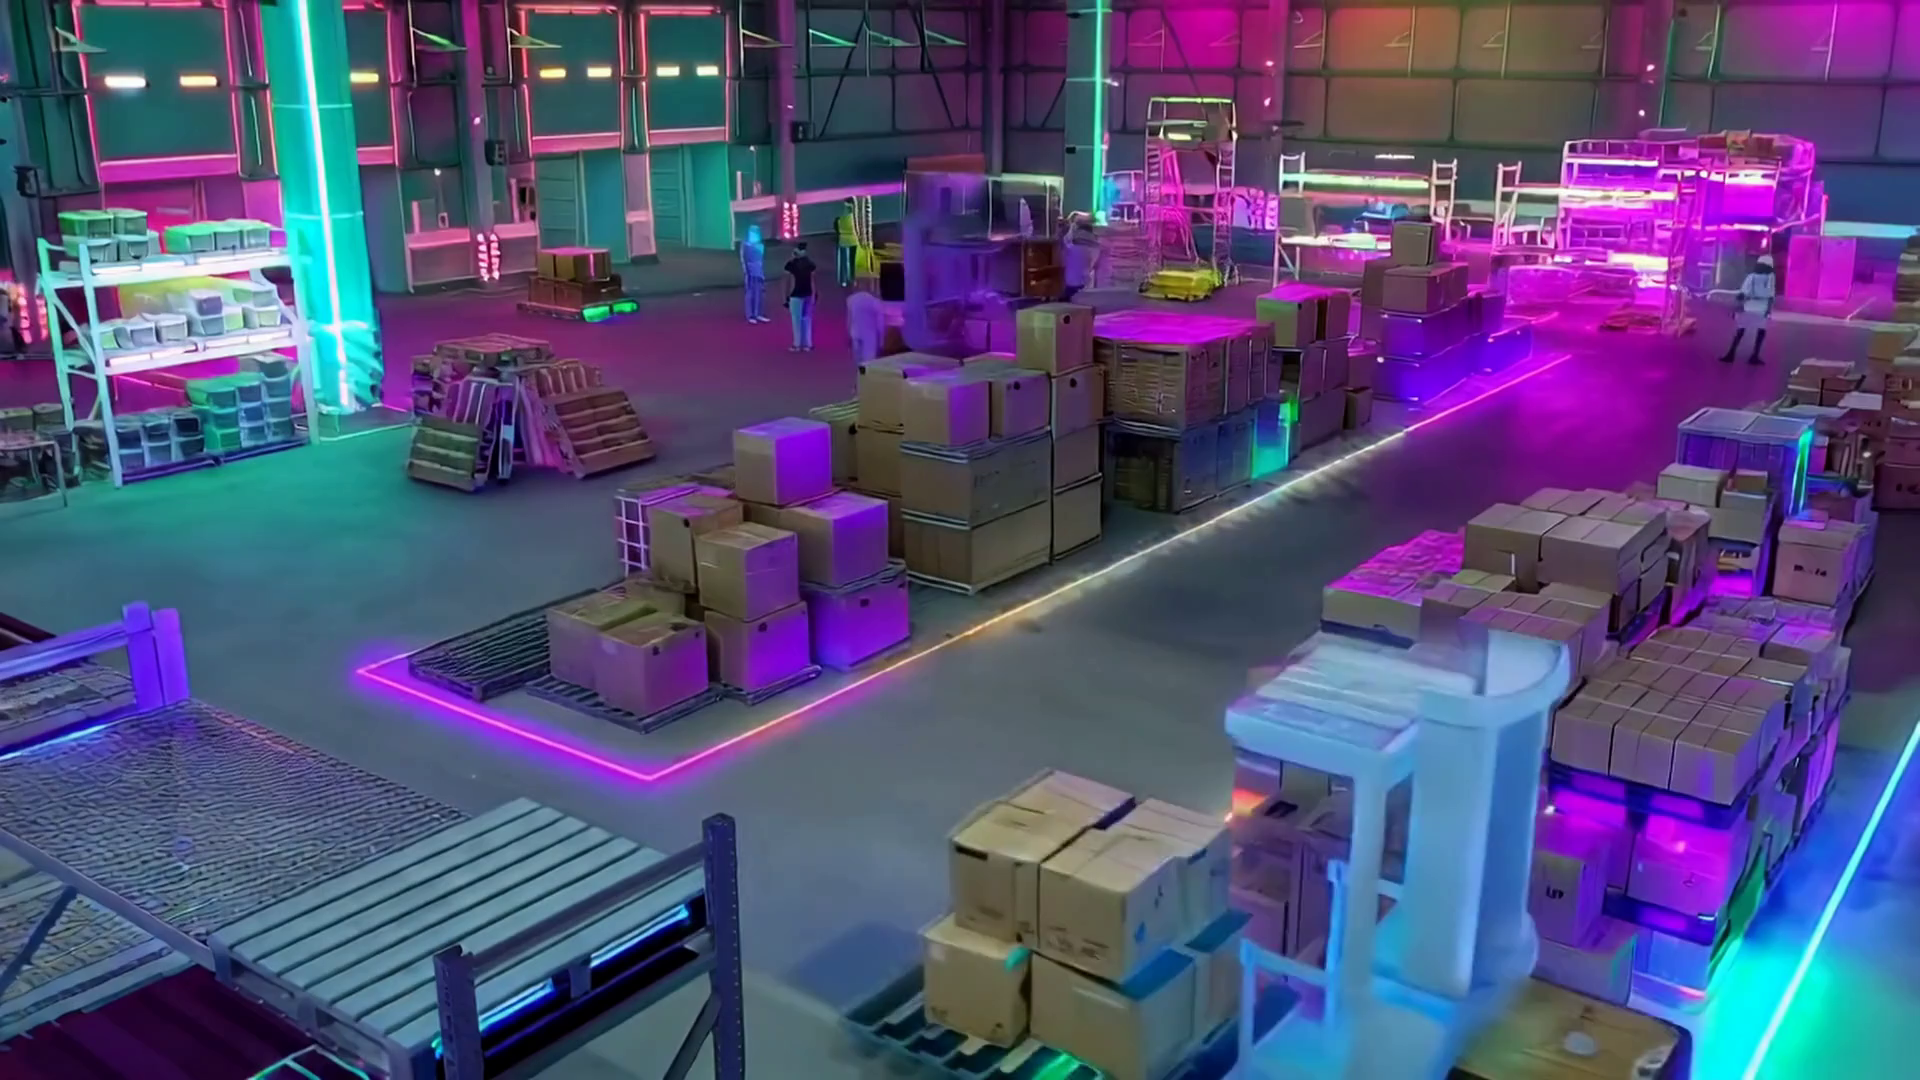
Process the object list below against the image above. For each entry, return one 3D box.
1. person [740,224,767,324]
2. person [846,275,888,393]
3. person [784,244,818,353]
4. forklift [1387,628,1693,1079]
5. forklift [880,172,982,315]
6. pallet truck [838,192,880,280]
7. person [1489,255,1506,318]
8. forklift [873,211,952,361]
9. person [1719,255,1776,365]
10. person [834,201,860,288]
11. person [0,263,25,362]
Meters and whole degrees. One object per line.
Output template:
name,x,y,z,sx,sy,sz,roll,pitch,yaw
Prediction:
person,-4.062,-5.252,32.788,0.368,1.928,0.585,12,20,34
person,-1.423,-3.146,25.827,0.625,1.919,0.599,11,20,33
person,-2.835,-4.307,29.667,0.637,1.929,0.368,-9,19,-27
forklift,2.333,1.855,7.630,1.873,2.768,1.129,12,21,35
forklift,-0.599,-5.971,33.546,1.873,2.768,1.129,5,18,16
pallet truck,-1.936,-7.159,38.982,1.885,1.965,0.823,-12,21,-34
person,9.764,-4.358,30.301,0.890,1.644,0.549,5,17,16
forklift,-0.528,-3.704,26.040,1.873,2.768,1.129,12,21,35
person,13.524,-3.939,28.510,0.806,1.898,0.379,1,17,2
person,-2.529,-6.646,37.403,0.588,1.928,0.383,-1,17,-3
person,-16.533,-3.957,28.892,0.315,1.696,0.541,-11,20,-33
